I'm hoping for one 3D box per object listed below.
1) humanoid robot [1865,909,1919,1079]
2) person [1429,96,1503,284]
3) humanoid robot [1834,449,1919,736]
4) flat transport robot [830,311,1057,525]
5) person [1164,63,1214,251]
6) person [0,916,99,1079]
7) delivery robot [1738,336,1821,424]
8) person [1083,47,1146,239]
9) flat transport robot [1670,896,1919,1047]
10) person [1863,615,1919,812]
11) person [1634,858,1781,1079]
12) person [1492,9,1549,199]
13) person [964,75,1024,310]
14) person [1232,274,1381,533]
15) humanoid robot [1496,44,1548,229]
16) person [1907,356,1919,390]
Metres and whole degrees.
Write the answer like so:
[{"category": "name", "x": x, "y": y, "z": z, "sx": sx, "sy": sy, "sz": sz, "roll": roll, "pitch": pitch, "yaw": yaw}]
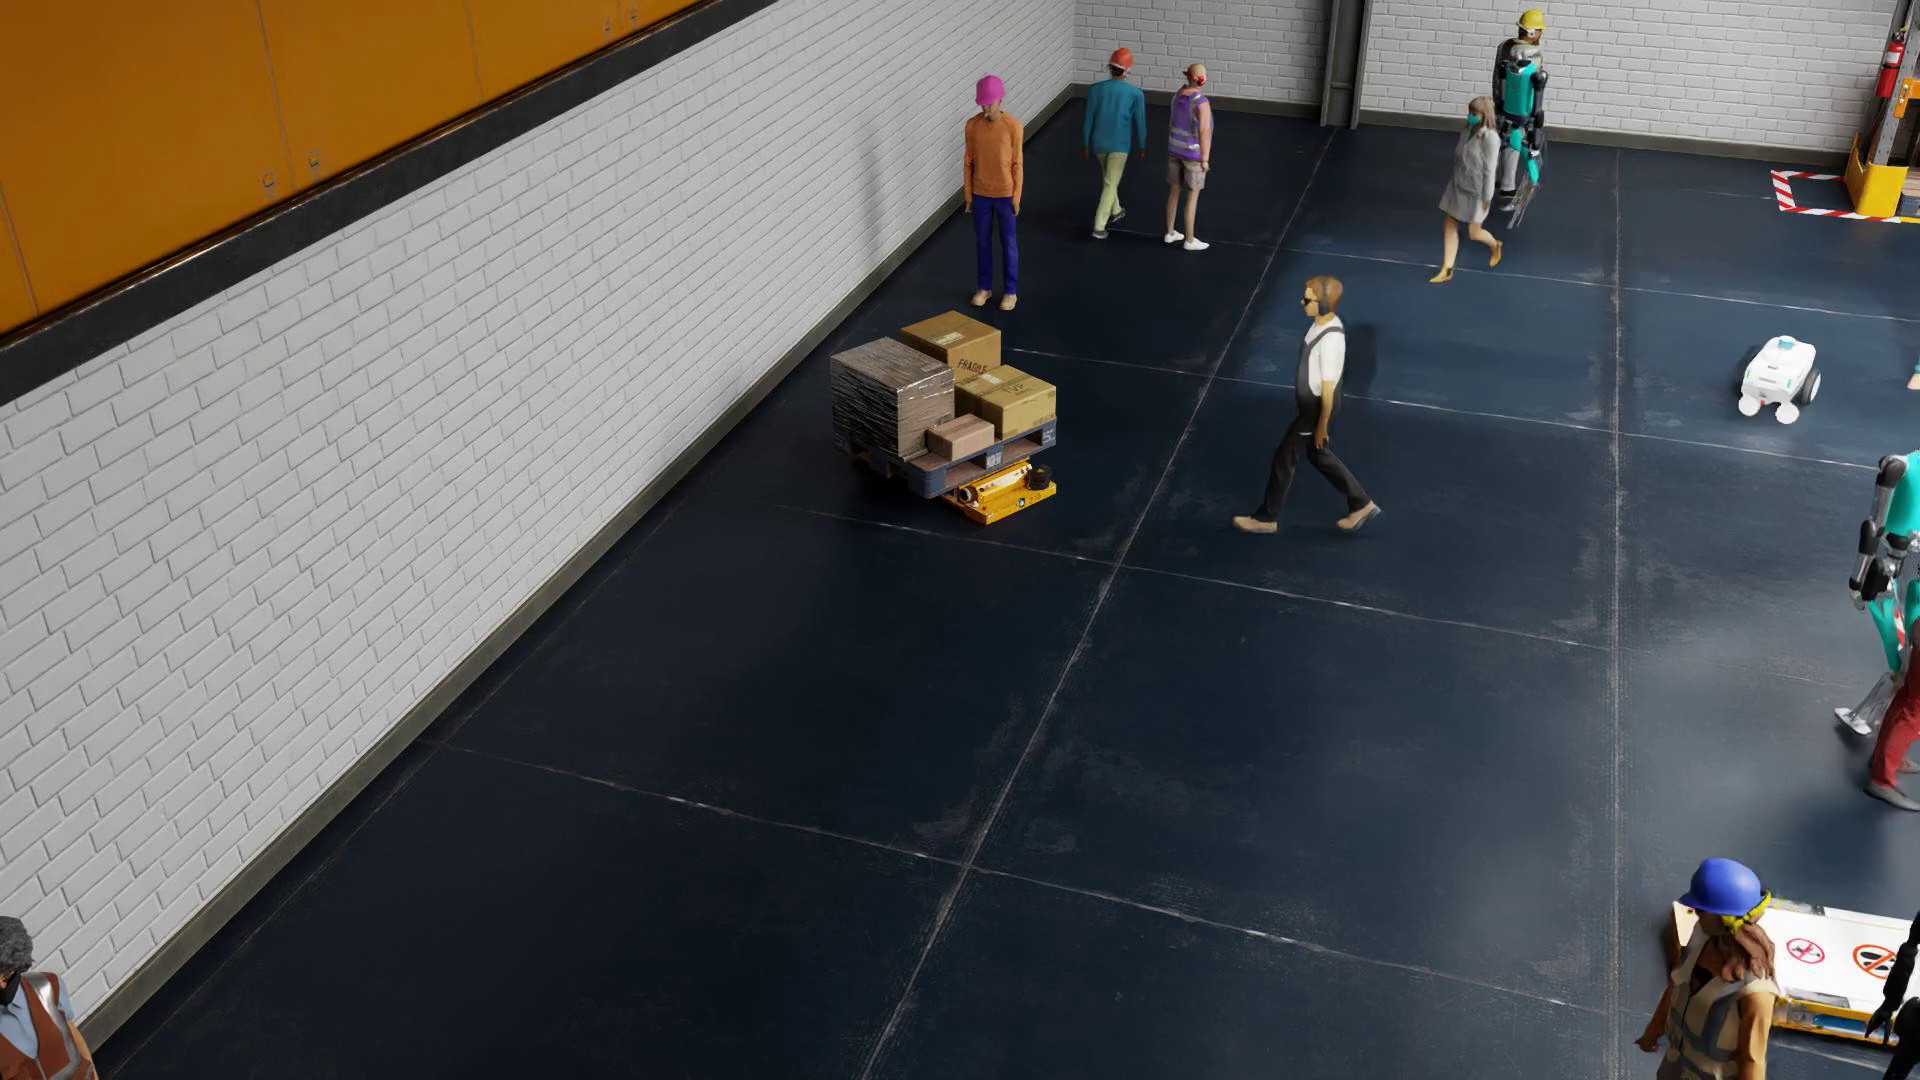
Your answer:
[{"category": "humanoid robot", "x": 3.750, "y": 1.800, "z": 6.181, "sx": 0.461, "sy": 1.649, "sz": 0.593, "roll": -25, "pitch": 39, "yaw": -36}, {"category": "person", "x": 4.475, "y": -3.032, "z": 14.414, "sx": 0.650, "sy": 1.632, "sz": 0.501, "roll": -15, "pitch": 34, "yaw": -24}, {"category": "humanoid robot", "x": 4.954, "y": 0.335, "z": 8.618, "sx": 0.550, "sy": 1.799, "sz": 0.771, "roll": 2, "pitch": 30, "yaw": 3}, {"category": "flat transport robot", "x": -0.067, "y": -0.537, "z": 11.539, "sx": 0.659, "sy": 0.231, "sz": 1.431, "roll": -25, "pitch": 38, "yaw": -35}, {"category": "person", "x": 2.079, "y": -3.488, "z": 15.152, "sx": 0.349, "sy": 1.693, "sz": 0.480, "roll": -20, "pitch": 36, "yaw": -30}, {"category": "person", "x": -3.214, "y": 2.000, "z": 5.818, "sx": 0.312, "sy": 1.689, "sz": 0.434, "roll": 18, "pitch": 35, "yaw": 28}, {"category": "delivery robot", "x": 6.146, "y": -1.237, "z": 12.465, "sx": 0.522, "sy": 0.613, "sz": 0.784, "roll": 21, "pitch": 37, "yaw": 32}, {"category": "person", "x": 1.426, "y": -3.708, "z": 15.518, "sx": 0.569, "sy": 1.700, "sz": 0.903, "roll": 15, "pitch": 34, "yaw": 24}, {"category": "flat transport robot", "x": 3.939, "y": 1.933, "z": 7.338, "sx": 1.431, "sy": 0.231, "sz": 0.659, "roll": 8, "pitch": 31, "yaw": 13}, {"category": "person", "x": 4.889, "y": 0.532, "z": 8.255, "sx": 0.342, "sy": 1.758, "sz": 0.538, "roll": 13, "pitch": 33, "yaw": 20}, {"category": "person", "x": 2.613, "y": 1.899, "z": 5.938, "sx": 0.419, "sy": 1.740, "sz": 0.523, "roll": -3, "pitch": 31, "yaw": -5}, {"category": "person", "x": 5.478, "y": -4.296, "z": 16.394, "sx": 0.403, "sy": 1.828, "sz": 0.594, "roll": -11, "pitch": 32, "yaw": -19}, {"category": "person", "x": 0.275, "y": -2.896, "z": 13.879, "sx": 0.512, "sy": 1.974, "sz": 0.406, "roll": 9, "pitch": 32, "yaw": 14}, {"category": "person", "x": 2.286, "y": -0.833, "z": 10.526, "sx": 0.897, "sy": 1.809, "sz": 0.519, "roll": 5, "pitch": 31, "yaw": 8}, {"category": "humanoid robot", "x": 5.375, "y": -3.778, "z": 15.650, "sx": 0.825, "sy": 1.808, "sz": 0.551, "roll": -17, "pitch": 35, "yaw": -27}, {"category": "person", "x": 7.470, "y": -1.896, "z": 12.284, "sx": 0.373, "sy": 1.859, "sz": 0.518, "roll": 1, "pitch": 30, "yaw": 1}]
